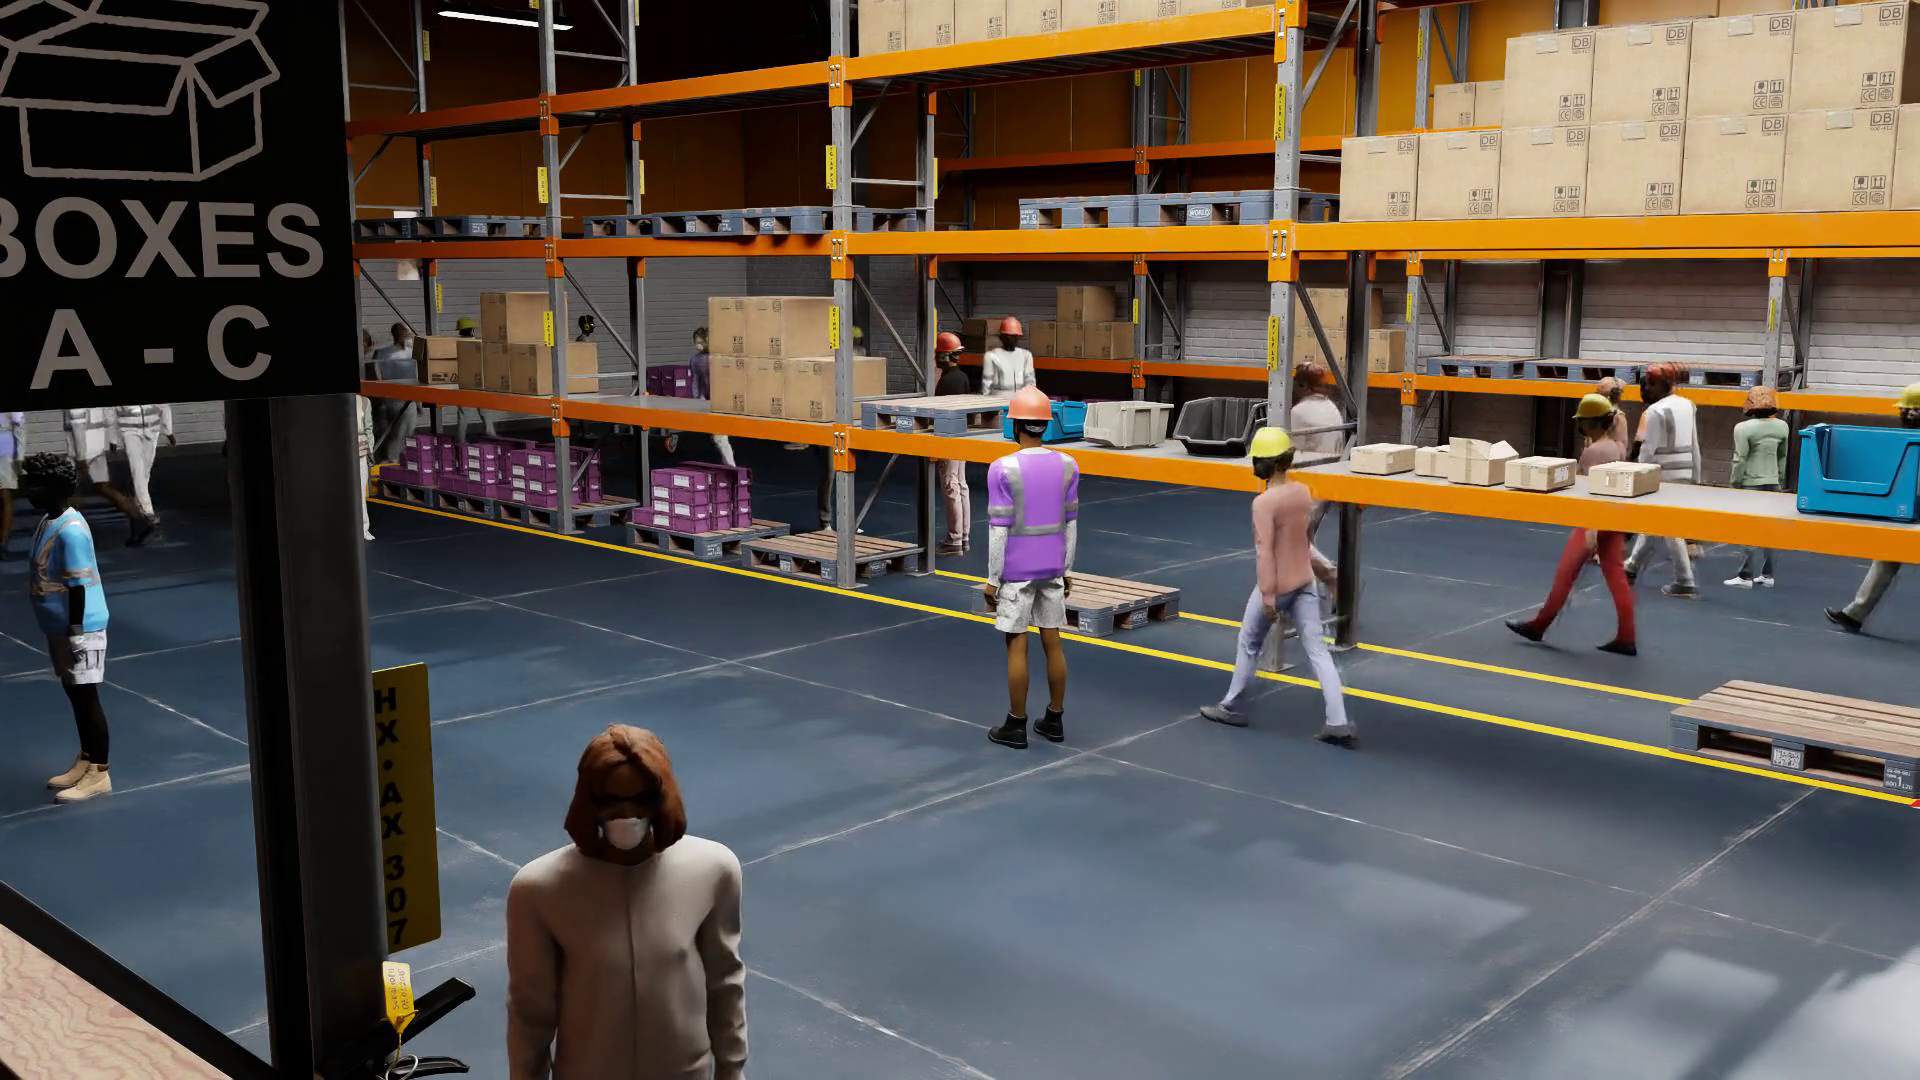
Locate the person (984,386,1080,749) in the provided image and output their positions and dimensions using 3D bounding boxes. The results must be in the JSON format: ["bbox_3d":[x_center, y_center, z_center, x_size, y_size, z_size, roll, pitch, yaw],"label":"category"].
[{"bbox_3d":[0.368,0.149,8.916,0.550,1.937,0.357,-5,11,-29],"label":"person"}]

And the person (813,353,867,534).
[{"bbox_3d":[-1.150,-0.993,15.956,0.593,1.922,0.386,-7,12,-36],"label":"person"}]

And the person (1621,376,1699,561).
[{"bbox_3d":[6.149,-0.642,14.682,0.906,1.641,0.540,7,12,38],"label":"person"}]

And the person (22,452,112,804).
[{"bbox_3d":[-4.302,0.415,8.042,0.321,1.694,0.534,-7,12,-37],"label":"person"}]

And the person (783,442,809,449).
[{"bbox_3d":[-2.322,-2.282,23.647,0.376,1.995,0.611,2,9,10],"label":"person"}]

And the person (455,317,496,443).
[{"bbox_3d":[-6.877,-2.200,23.451,0.583,1.894,0.938,-8,13,-42],"label":"person"}]

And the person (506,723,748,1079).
[{"bbox_3d":[-0.692,1.179,3.528,0.507,1.631,0.270,-4,10,-21],"label":"person"}]

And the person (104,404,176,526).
[{"bbox_3d":[-8.302,-1.080,16.798,0.584,1.837,1.026,-9,13,-44],"label":"person"}]

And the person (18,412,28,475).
[{"bbox_3d":[-11.848,-1.730,20.652,0.509,1.868,0.328,2,9,12],"label":"person"}]

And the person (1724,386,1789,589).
[{"bbox_3d":[6.387,-0.423,13.348,0.501,1.632,0.287,-3,10,-15],"label":"person"}]

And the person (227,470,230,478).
[{"bbox_3d":[-8.088,-1.523,19.131,0.625,1.961,0.925,5,11,29],"label":"person"}]

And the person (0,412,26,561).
[{"bbox_3d":[-8.440,-0.754,14.530,0.553,1.909,0.442,-4,10,-25],"label":"person"}]

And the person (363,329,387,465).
[{"bbox_3d":[-7.511,-1.757,21.014,0.537,1.795,0.940,3,10,19],"label":"person"}]

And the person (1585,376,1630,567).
[{"bbox_3d":[5.567,-0.589,14.353,0.307,1.641,0.512,-2,10,-14],"label":"person"}]

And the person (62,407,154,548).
[{"bbox_3d":[-7.906,-0.847,15.148,0.941,1.904,0.556,0,9,-3],"label":"person"}]

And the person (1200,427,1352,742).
[{"bbox_3d":[1.760,0.240,9.054,0.528,1.711,0.944,-8,12,-39],"label":"person"}]

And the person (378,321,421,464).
[{"bbox_3d":[-6.668,-1.634,19.846,0.358,1.937,0.635,2,10,13],"label":"person"}]

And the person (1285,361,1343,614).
[{"bbox_3d":[2.594,-0.368,12.238,0.687,1.882,0.654,8,12,39],"label":"person"}]

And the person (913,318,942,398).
[{"bbox_3d":[-0.375,-2.157,23.166,0.638,1.903,0.408,-6,11,-34],"label":"person"}]

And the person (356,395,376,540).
[{"bbox_3d":[-5.745,-0.793,15.600,0.514,1.641,0.307,-7,12,-38],"label":"person"}]

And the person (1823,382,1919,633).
[{"bbox_3d":[6.539,-0.185,11.428,0.603,1.781,0.920,-6,11,-31],"label":"person"}]

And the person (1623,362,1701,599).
[{"bbox_3d":[5.459,-0.485,13.111,0.622,1.835,0.940,-7,11,-36],"label":"person"}]

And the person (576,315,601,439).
[{"bbox_3d":[-5.608,-2.449,25.044,0.327,1.874,0.520,-5,11,-28],"label":"person"}]

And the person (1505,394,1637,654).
[{"bbox_3d":[4.178,-0.116,11.169,0.887,1.718,0.552,8,12,41],"label":"person"}]

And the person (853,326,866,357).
[{"bbox_3d":[-1.622,-2.340,24.865,0.797,1.713,0.493,6,11,32],"label":"person"}]

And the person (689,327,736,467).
[{"bbox_3d":[-2.840,-1.533,19.400,0.719,1.886,0.589,6,11,34],"label":"person"}]

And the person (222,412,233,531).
[{"bbox_3d":[-6.987,-0.991,16.339,0.438,1.834,0.671,2,9,9],"label":"person"}]

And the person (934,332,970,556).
[{"bbox_3d":[-0.098,-0.857,14.907,0.395,1.992,0.622,3,10,16],"label":"person"}]

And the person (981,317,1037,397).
[{"bbox_3d":[0.613,-1.488,18.721,0.623,2.000,0.944,-5,11,-30],"label":"person"}]
